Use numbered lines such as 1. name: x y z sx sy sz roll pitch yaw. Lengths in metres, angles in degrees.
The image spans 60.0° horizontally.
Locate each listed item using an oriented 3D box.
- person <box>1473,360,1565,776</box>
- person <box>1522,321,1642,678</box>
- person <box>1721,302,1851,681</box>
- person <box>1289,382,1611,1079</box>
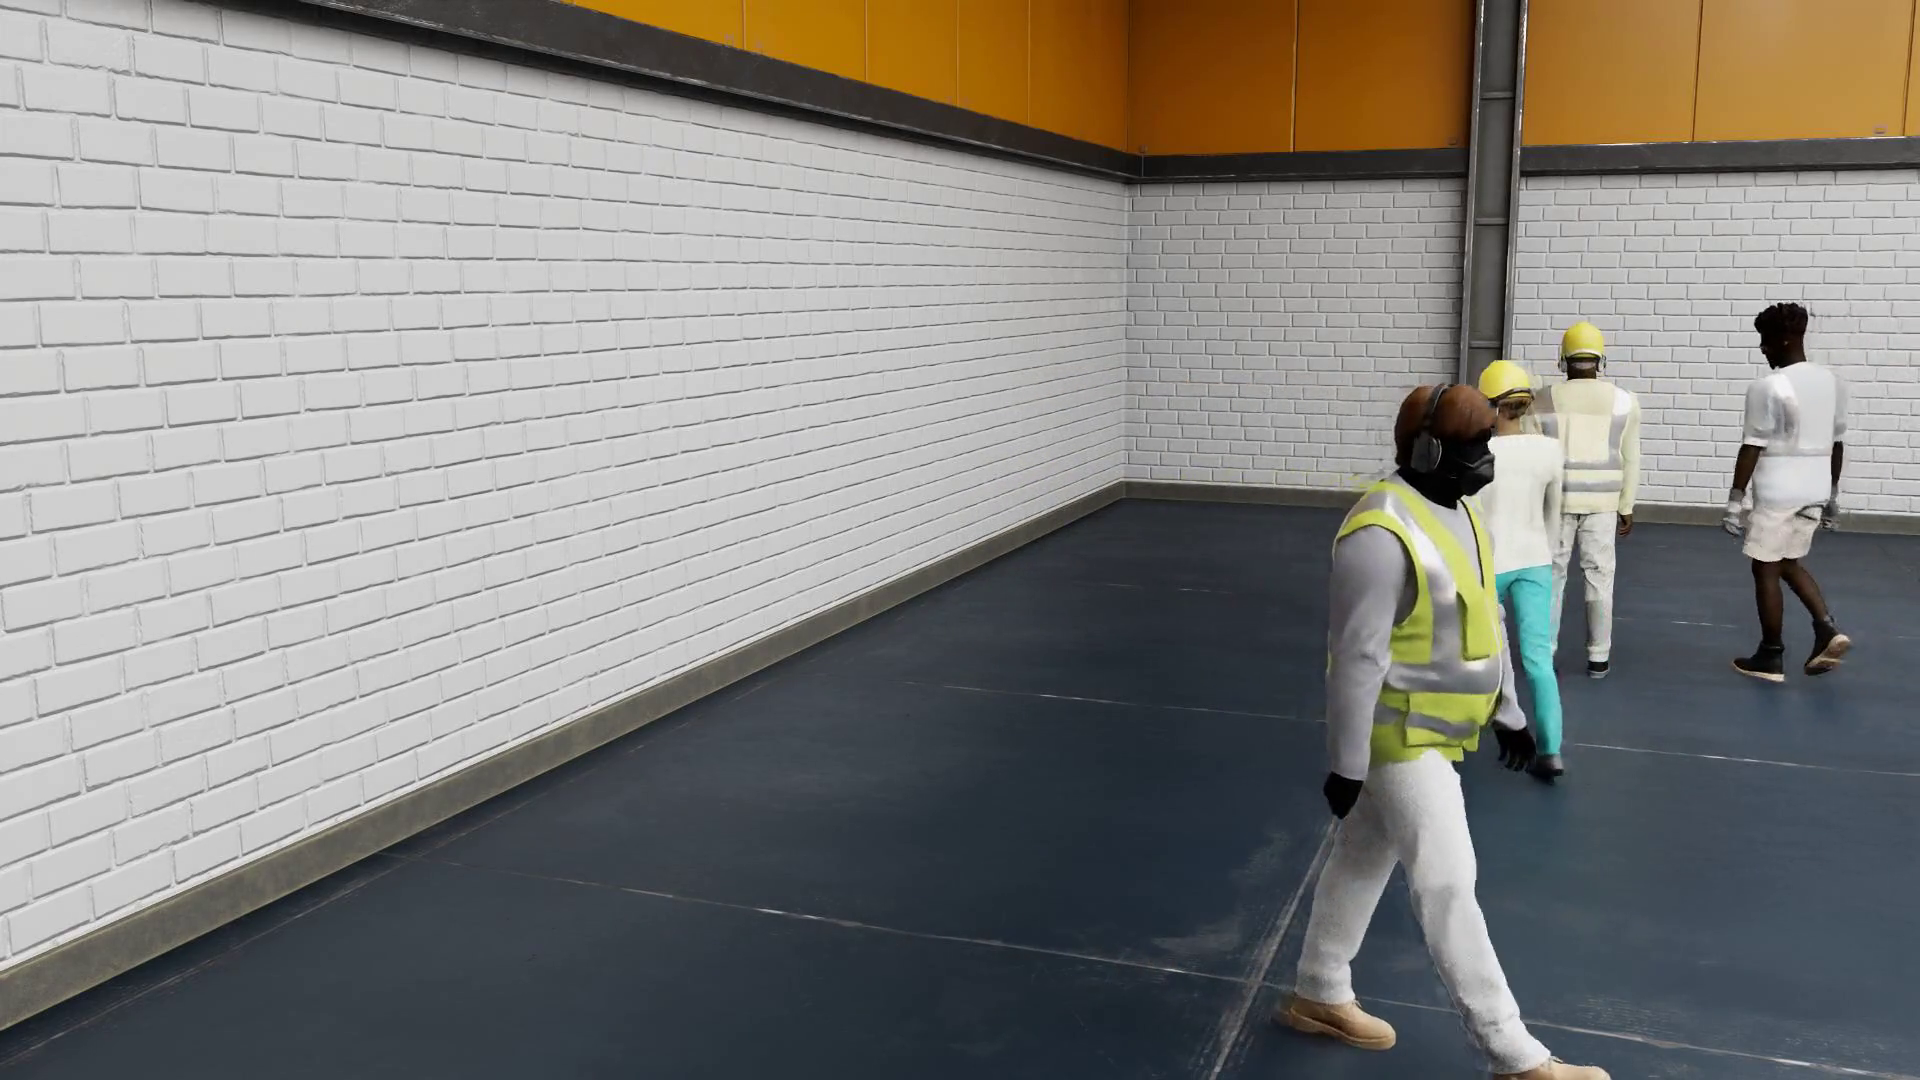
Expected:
1. person: 2.304 0.107 7.014 0.527 1.722 0.920 -1 9 -7
2. person: 3.171 -0.199 8.554 0.590 1.835 0.404 2 9 13
3. person: 4.220 -0.234 8.443 0.644 1.937 0.526 -4 10 -24
4. person: 1.256 0.506 4.212 0.936 1.795 0.646 6 11 33
